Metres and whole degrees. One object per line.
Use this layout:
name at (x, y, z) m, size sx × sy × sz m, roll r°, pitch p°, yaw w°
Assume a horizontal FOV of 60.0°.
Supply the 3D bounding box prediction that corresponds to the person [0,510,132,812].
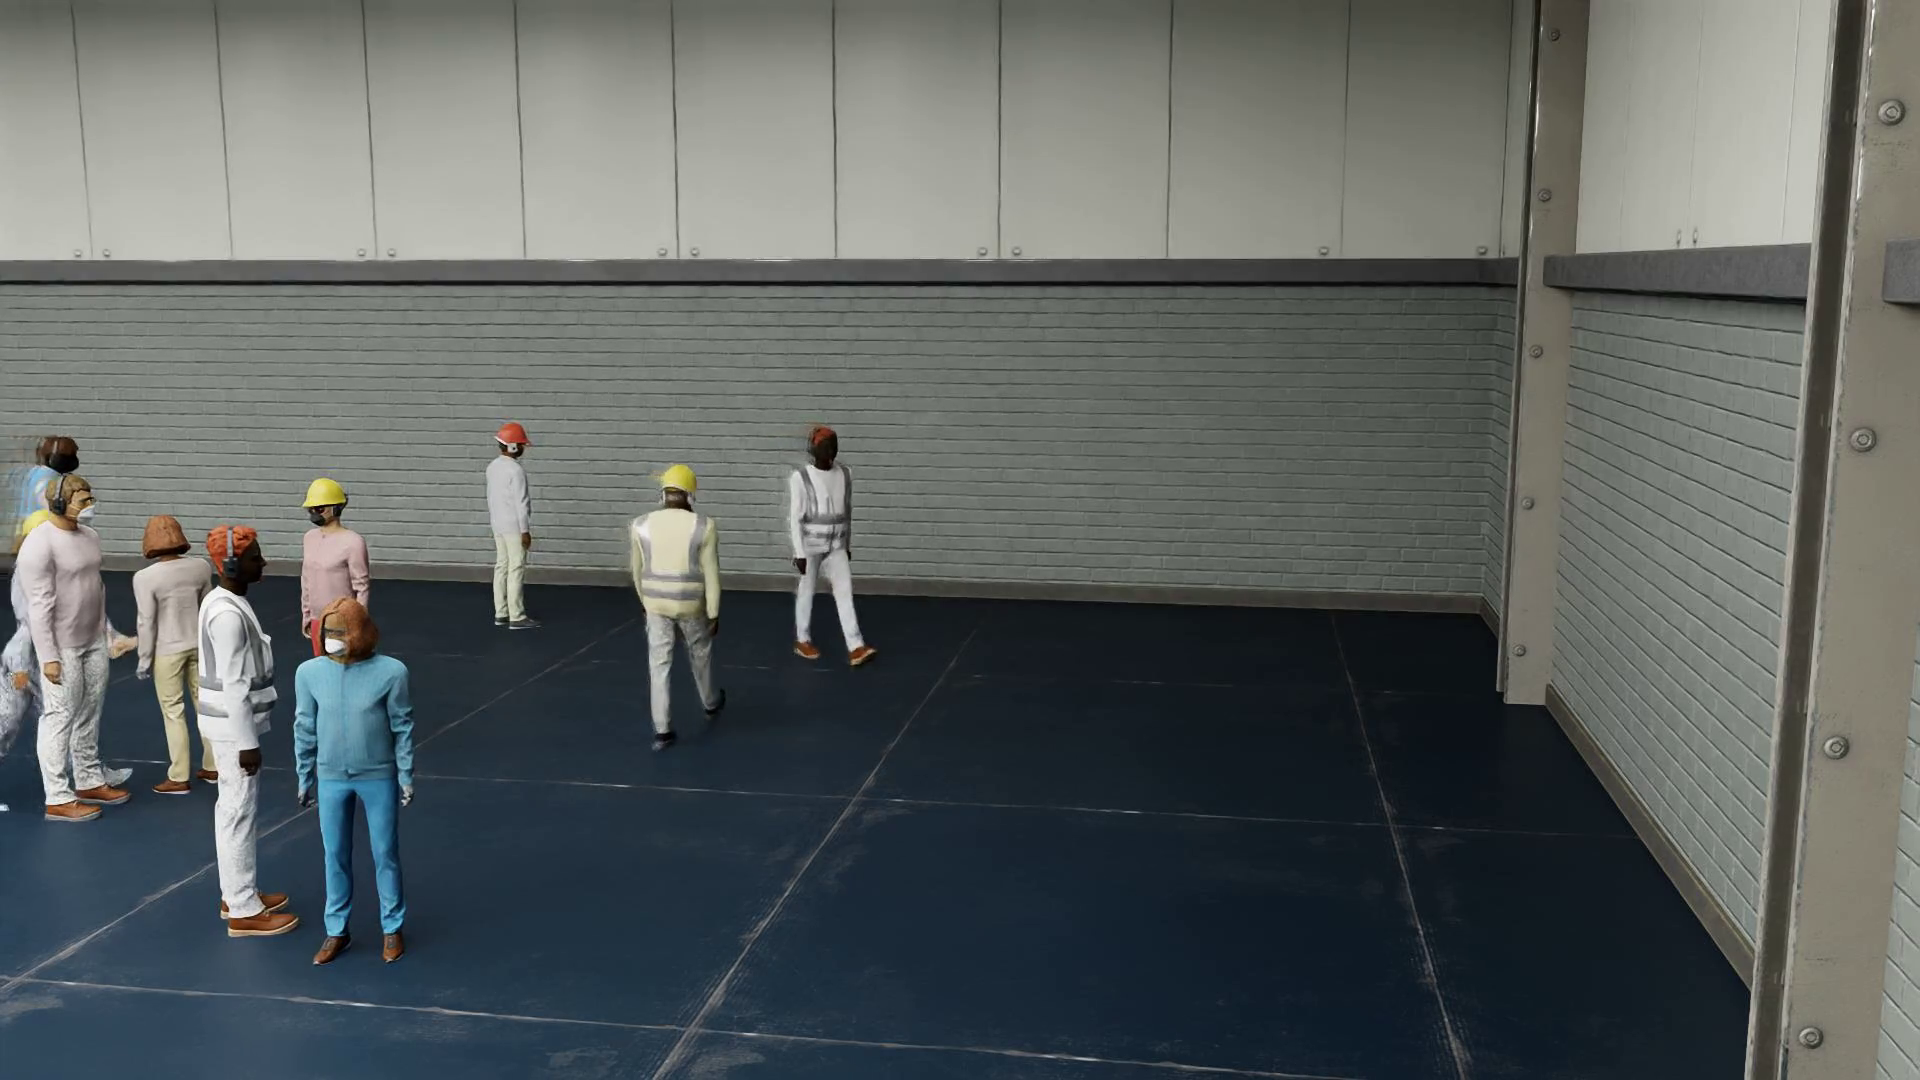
person at (-5.248, 0.681, 9.417) m, size 0.891 × 1.673 × 0.530 m, roll -8°, pitch 12°, yaw -39°

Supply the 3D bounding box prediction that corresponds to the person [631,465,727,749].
person at (-1.817, 0.397, 10.844) m, size 0.618 × 1.776 × 0.951 m, roll 1°, pitch 9°, yaw 4°

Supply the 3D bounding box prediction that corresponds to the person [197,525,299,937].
person at (-3.301, 0.866, 7.640) m, size 0.361 × 1.883 × 0.574 m, roll -4°, pitch 10°, yaw -25°

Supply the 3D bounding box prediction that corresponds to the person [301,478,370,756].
person at (-3.867, 0.497, 10.276) m, size 0.524 × 1.770 × 0.315 m, roll 5°, pitch 10°, yaw 26°

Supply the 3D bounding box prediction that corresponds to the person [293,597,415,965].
person at (-2.639, 1.050, 7.270) m, size 0.507 × 1.631 × 0.277 m, roll -1°, pitch 9°, yaw -5°

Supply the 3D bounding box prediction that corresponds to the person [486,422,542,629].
person at (-3.796, -0.126, 14.158) m, size 0.342 × 1.749 × 0.573 m, roll -8°, pitch 12°, yaw -41°

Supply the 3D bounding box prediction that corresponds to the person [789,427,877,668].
person at (-1.014, 0.062, 12.742) m, size 0.607 × 1.829 × 0.985 m, roll -7°, pitch 11°, yaw -35°

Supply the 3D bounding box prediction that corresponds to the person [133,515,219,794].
person at (-4.556, 0.660, 9.675) m, size 0.283 × 1.633 × 0.498 m, roll 5°, pitch 10°, yaw 28°

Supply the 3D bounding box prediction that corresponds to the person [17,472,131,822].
person at (-4.934, 0.584, 9.248) m, size 0.366 × 1.932 × 0.628 m, roll 0°, pitch 9°, yaw 3°

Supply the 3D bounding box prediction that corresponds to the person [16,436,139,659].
person at (-6.821, 0.098, 12.682) m, size 0.994 × 1.780 × 0.645 m, roll -5°, pitch 11°, yaw -29°
